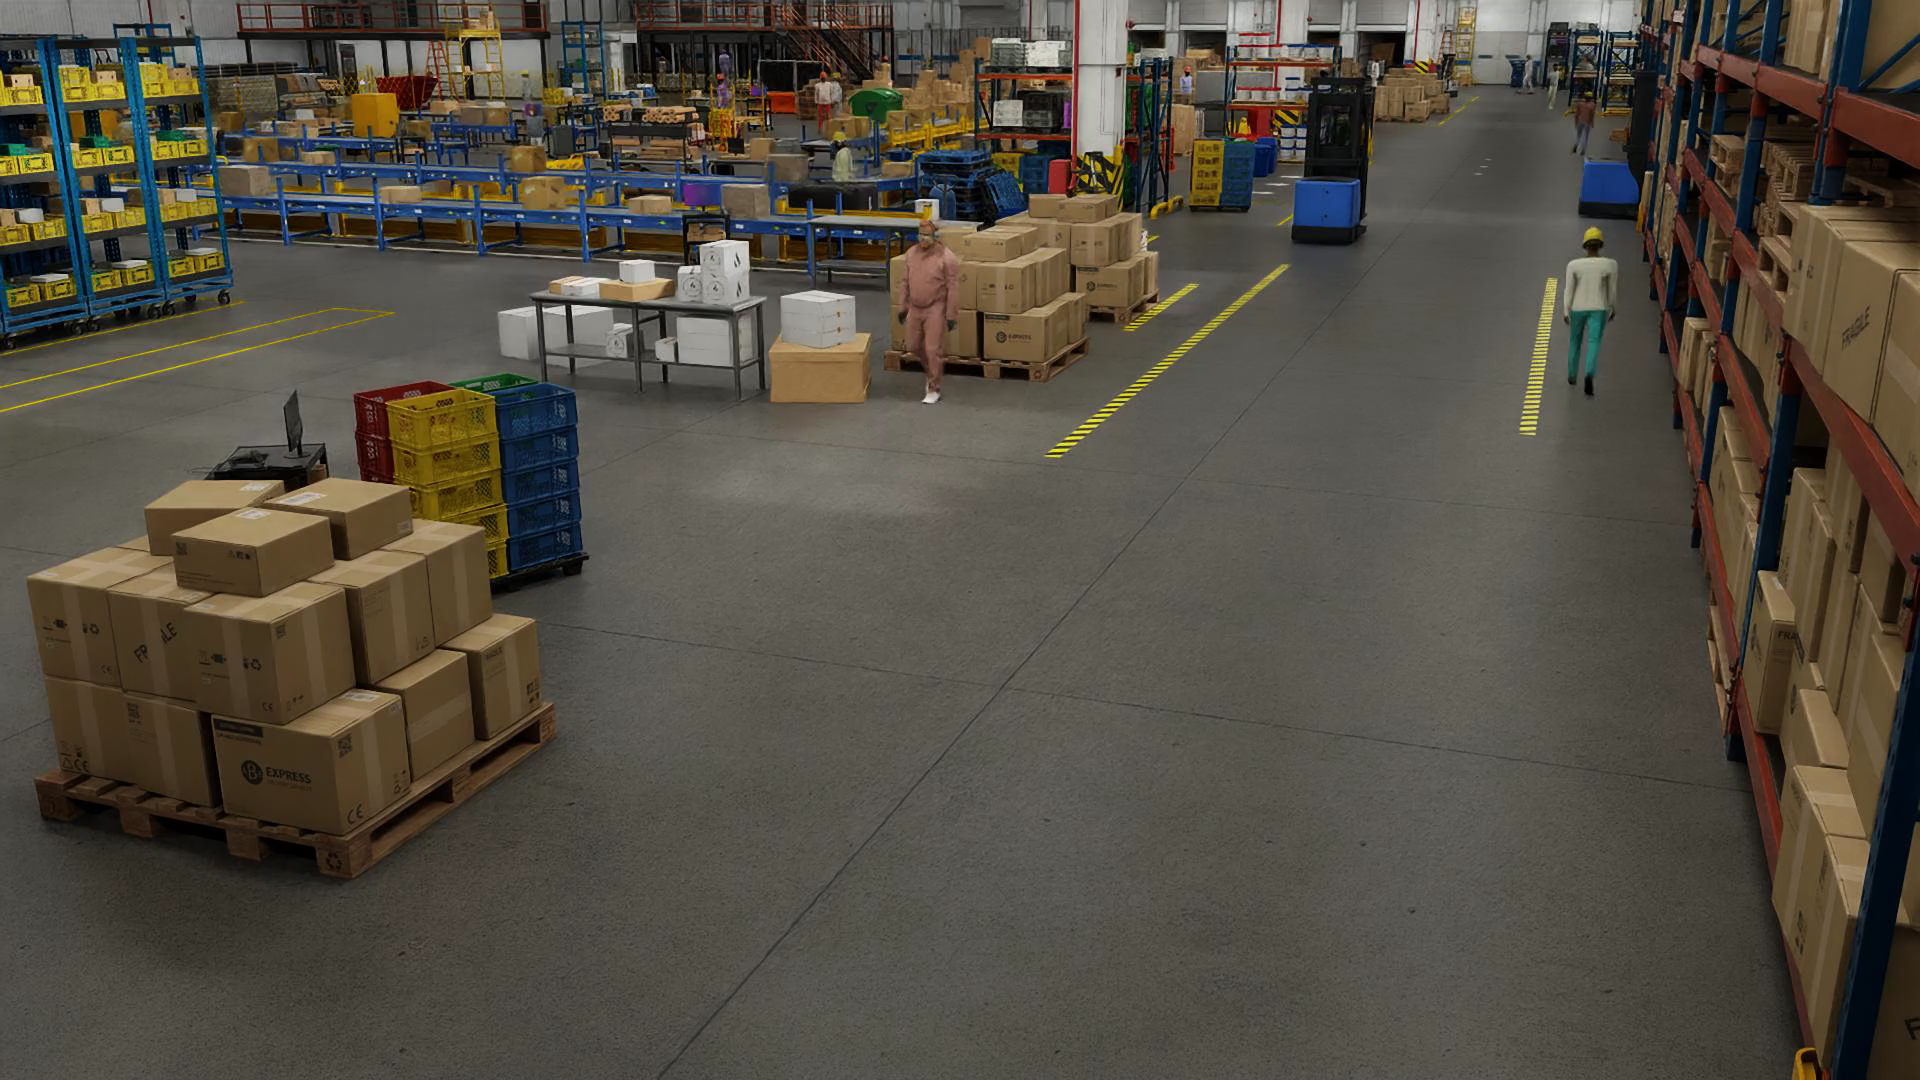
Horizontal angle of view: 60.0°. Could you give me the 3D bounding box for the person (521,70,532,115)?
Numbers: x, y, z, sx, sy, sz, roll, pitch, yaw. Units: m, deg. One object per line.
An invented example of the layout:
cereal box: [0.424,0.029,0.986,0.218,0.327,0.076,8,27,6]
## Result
person: [-16.818,-17.399,64.696,0.501,1.728,0.488,7,19,20]

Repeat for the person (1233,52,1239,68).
person: [14.919,-25.468,89.881,0.912,1.840,0.526,15,23,39]

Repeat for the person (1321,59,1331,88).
person: [18.753,-23.930,85.033,0.955,1.835,0.610,-14,22,-37]

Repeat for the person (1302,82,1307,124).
person: [11.489,-14.792,56.193,0.392,1.920,0.593,-6,18,-17]

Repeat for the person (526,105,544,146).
person: [-10.820,-10.261,42.437,0.494,1.624,0.283,5,18,17]

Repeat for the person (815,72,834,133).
person: [-4.510,-14.520,55.221,0.623,1.989,0.399,1,18,3]

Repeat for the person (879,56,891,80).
person: [-3.517,-21.746,78.074,0.552,1.916,0.865,-1,18,-4]

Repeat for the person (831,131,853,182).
person: [-2.164,-6.574,30.547,0.414,1.814,0.601,0,18,-1]

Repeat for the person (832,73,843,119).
person: [-4.342,-15.651,59.052,0.423,1.817,0.626,-1,18,-3]

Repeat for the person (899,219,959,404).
person: [-0.302,-2.392,17.273,0.673,1.894,0.538,13,22,36]

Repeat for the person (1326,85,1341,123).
person: [12.673,-14.838,56.730,0.550,1.662,0.712,-1,18,-2]

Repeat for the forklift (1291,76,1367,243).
forklift: [6.598,-6.755,29.381,1.129,2.768,1.873,6,19,19]

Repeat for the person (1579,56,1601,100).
person: [28.346,-20.730,74.653,0.987,2.000,0.710,2,18,7]

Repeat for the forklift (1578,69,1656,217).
forklift: [13.219,-7.740,32.475,1.873,2.768,1.129,6,19,18]

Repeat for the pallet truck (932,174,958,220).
pallet truck: [-0.507,-5.292,27.348,0.653,1.274,1.630,6,19,19]

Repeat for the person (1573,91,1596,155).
person: [17.665,-11.783,47.007,0.524,1.758,0.367,14,22,37]

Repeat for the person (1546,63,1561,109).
person: [24.494,-18.717,68.628,0.560,1.853,0.450,7,19,22]

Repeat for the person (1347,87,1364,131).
person: [12.405,-13.467,52.108,0.637,1.880,0.868,-12,21,-32]

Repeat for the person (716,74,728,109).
person: [-7.863,-14.372,54.847,0.375,1.933,0.550,5,18,16]

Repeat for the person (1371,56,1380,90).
person: [19.487,-21.736,78.074,0.356,1.881,0.575,-2,18,-6]

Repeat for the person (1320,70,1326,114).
person: [12.694,-15.587,58.694,0.608,1.911,0.997,-13,22,-35]

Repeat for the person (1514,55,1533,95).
person: [27.425,-22.557,80.653,1.020,1.874,0.668,2,18,7]

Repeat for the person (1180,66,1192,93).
person: [8.448,-16.692,62.130,0.543,1.939,0.362,-10,20,-28]

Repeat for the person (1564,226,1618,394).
person: [6.699,-2.455,17.728,0.529,1.736,0.802,7,19,21]

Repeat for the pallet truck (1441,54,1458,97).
pallet truck: [22.765,-21.886,78.355,0.823,1.965,1.885,-4,18,-14]

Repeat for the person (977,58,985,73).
person: [0.915,-20.906,75.456,0.798,1.894,0.592,-7,19,-22]
